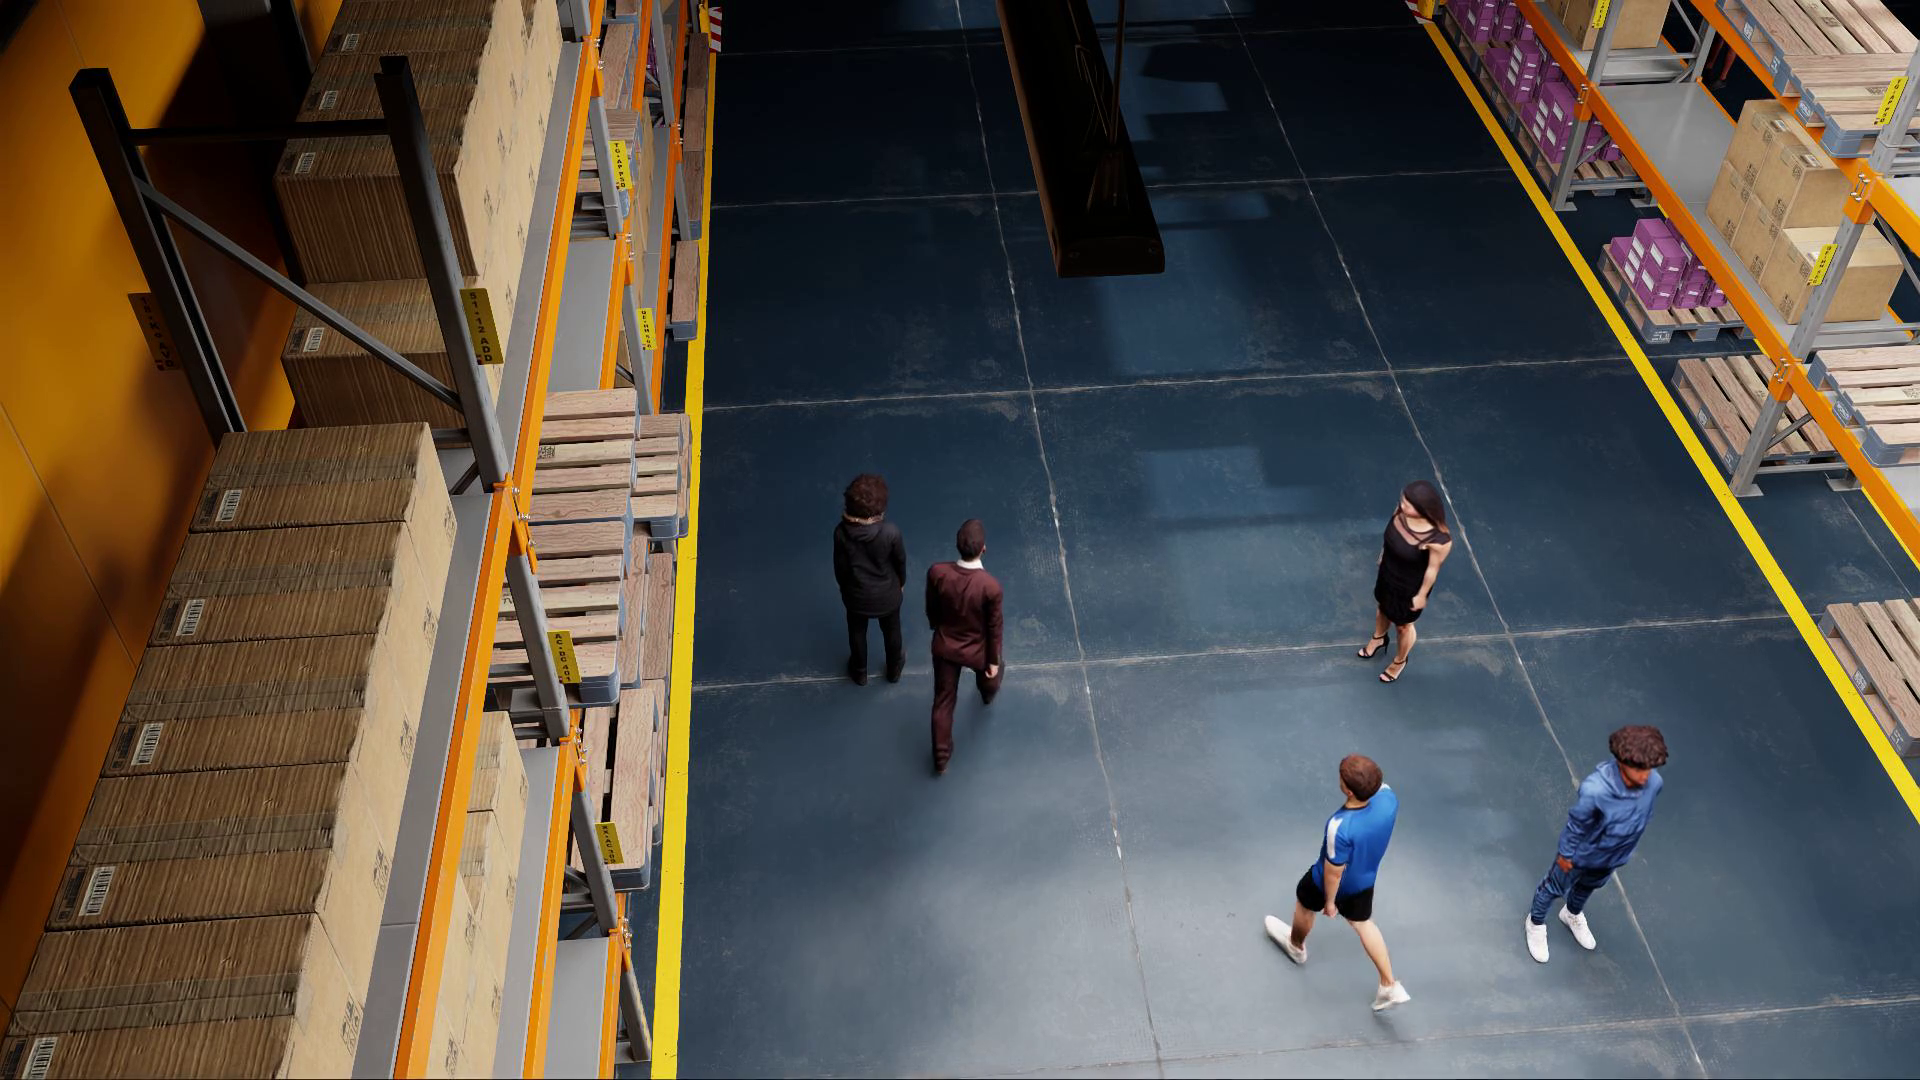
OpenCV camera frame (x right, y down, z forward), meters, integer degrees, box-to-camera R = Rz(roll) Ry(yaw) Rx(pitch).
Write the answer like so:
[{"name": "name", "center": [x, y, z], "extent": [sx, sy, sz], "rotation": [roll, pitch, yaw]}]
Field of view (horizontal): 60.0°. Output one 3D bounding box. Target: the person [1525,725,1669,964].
[{"name": "person", "center": [3.543, 1.667, 9.249], "extent": [0.704, 1.811, 0.617], "rotation": [-9, 44, -10]}]

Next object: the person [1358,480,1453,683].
[{"name": "person", "center": [2.894, 0.253, 10.806], "extent": [0.785, 1.711, 0.643], "rotation": [-16, 46, -16]}]

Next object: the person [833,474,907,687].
[{"name": "person", "center": [-0.567, 0.287, 10.720], "extent": [0.626, 1.781, 0.606], "rotation": [-1, 44, -1]}]

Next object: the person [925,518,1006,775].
[{"name": "person", "center": [-0.007, 0.710, 10.256], "extent": [0.998, 1.808, 1.299], "rotation": [12, 45, 12]}]

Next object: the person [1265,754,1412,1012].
[{"name": "person", "center": [2.169, 1.874, 9.017], "extent": [1.010, 1.830, 1.260], "rotation": [-25, 49, -24]}]
